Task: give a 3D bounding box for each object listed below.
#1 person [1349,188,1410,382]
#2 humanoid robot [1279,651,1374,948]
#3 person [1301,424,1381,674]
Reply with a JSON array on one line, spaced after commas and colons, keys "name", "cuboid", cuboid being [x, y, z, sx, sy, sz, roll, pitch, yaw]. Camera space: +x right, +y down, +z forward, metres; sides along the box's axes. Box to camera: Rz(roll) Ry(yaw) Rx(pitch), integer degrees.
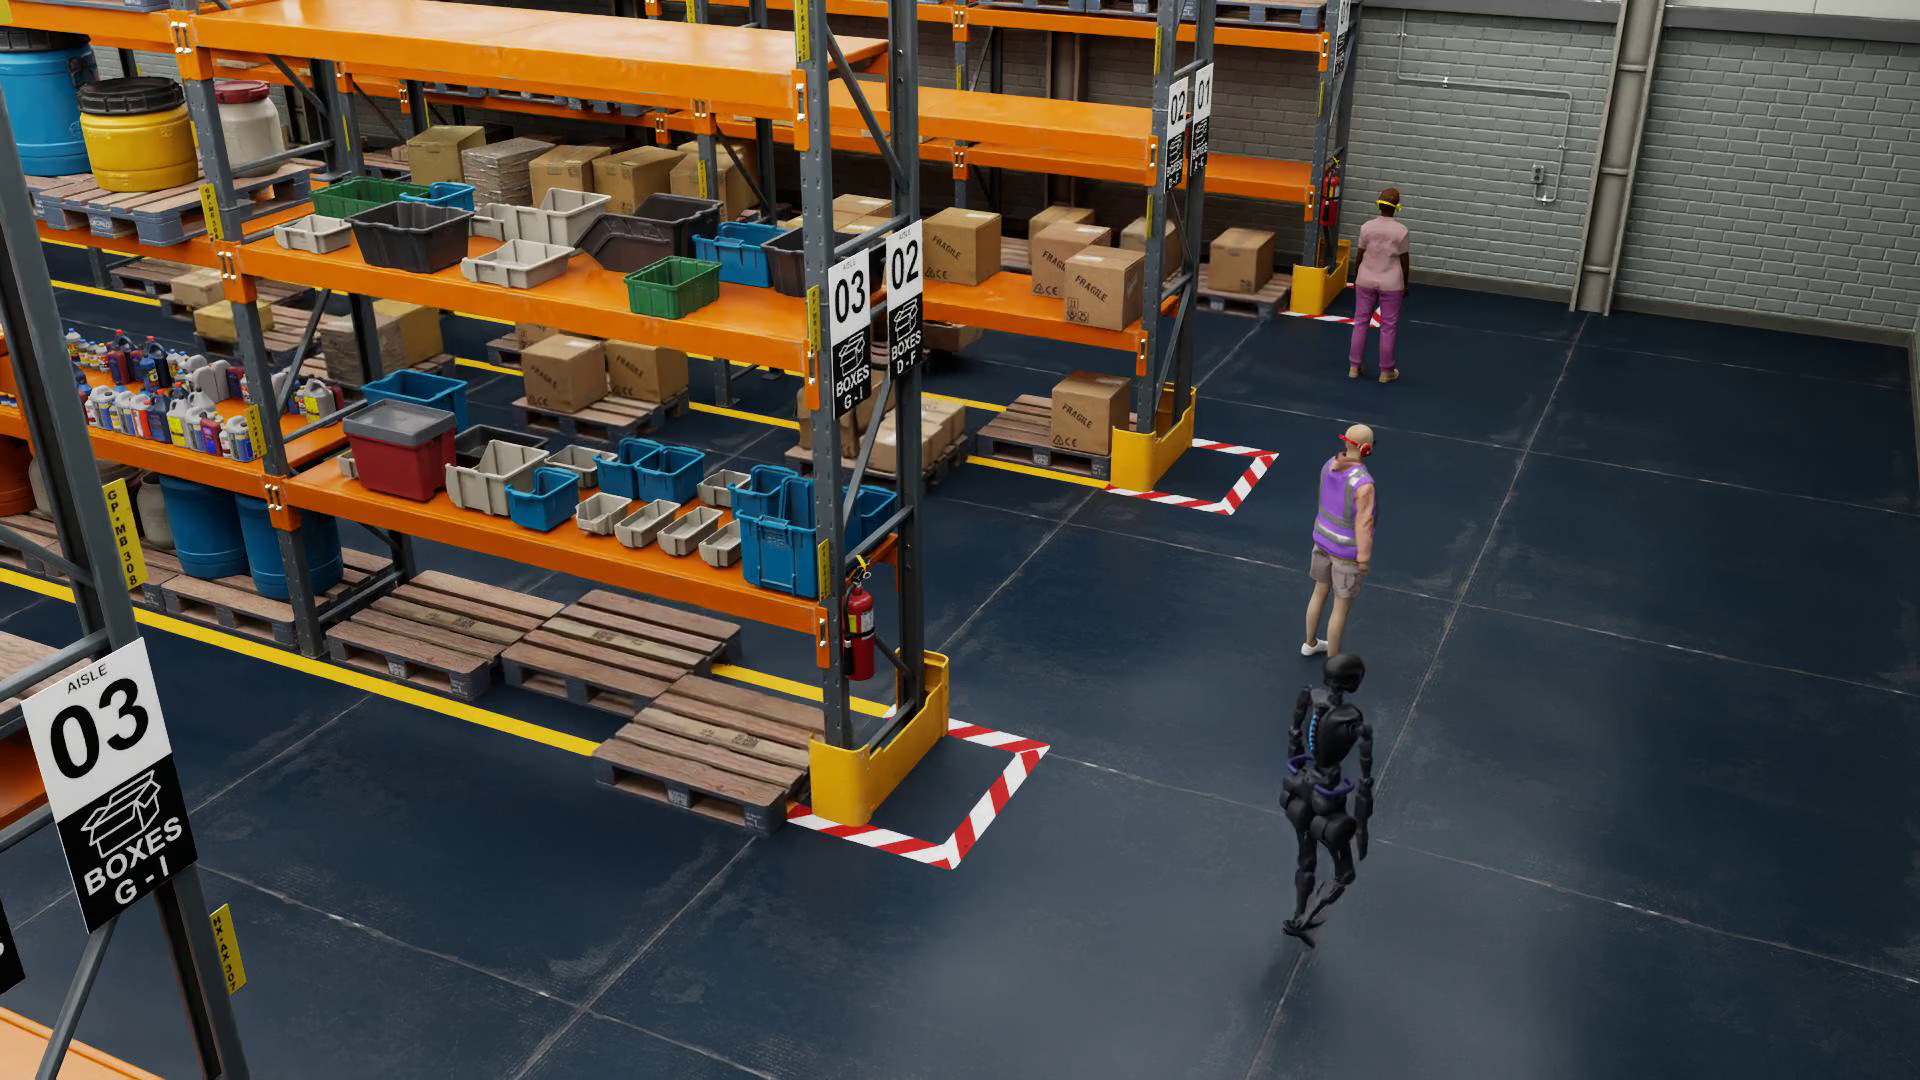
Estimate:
[{"name": "person", "cuboid": [3.872, -2.346, 15.329, 0.527, 1.802, 0.333, 15, 30, 27]}, {"name": "humanoid robot", "cuboid": [1.739, 1.274, 8.143, 0.419, 1.646, 0.588, -16, 30, -29]}, {"name": "person", "cuboid": [2.430, 0.057, 10.591, 0.351, 1.688, 0.489, -11, 28, -21]}]
